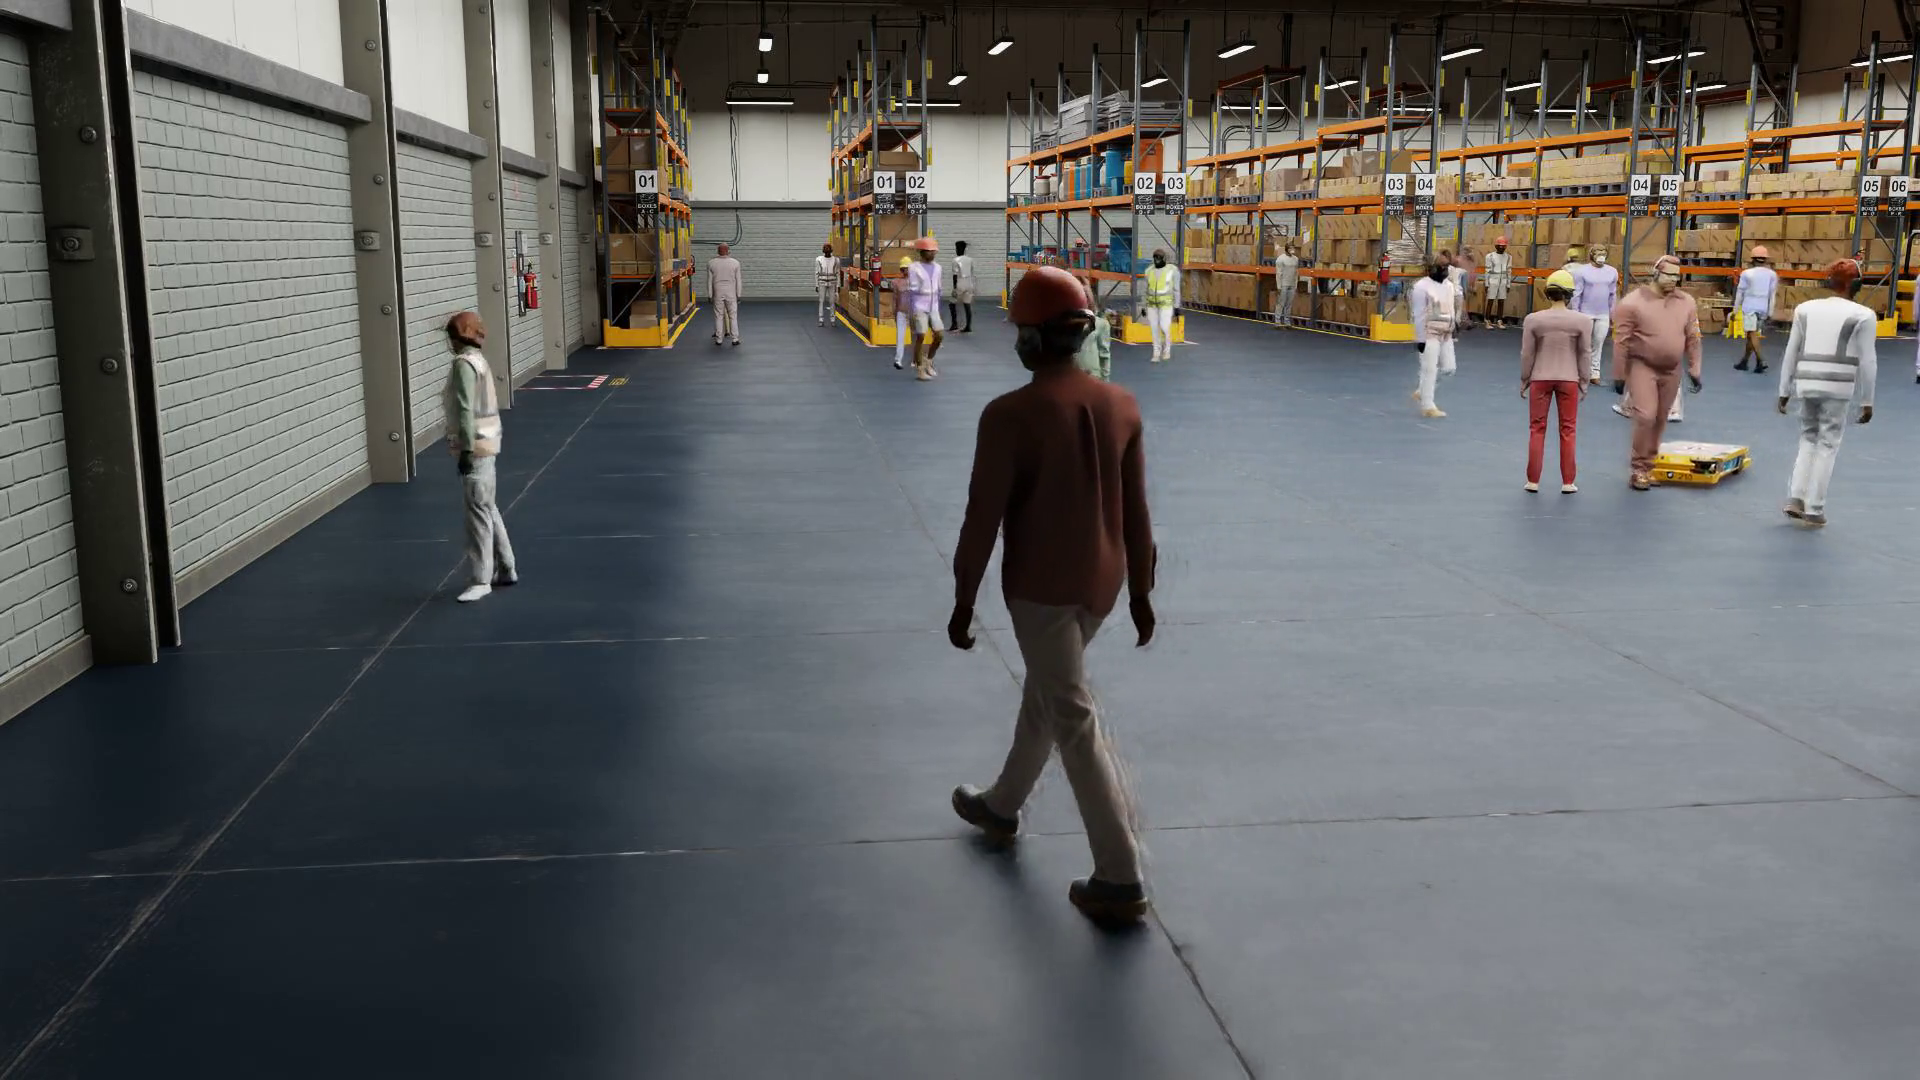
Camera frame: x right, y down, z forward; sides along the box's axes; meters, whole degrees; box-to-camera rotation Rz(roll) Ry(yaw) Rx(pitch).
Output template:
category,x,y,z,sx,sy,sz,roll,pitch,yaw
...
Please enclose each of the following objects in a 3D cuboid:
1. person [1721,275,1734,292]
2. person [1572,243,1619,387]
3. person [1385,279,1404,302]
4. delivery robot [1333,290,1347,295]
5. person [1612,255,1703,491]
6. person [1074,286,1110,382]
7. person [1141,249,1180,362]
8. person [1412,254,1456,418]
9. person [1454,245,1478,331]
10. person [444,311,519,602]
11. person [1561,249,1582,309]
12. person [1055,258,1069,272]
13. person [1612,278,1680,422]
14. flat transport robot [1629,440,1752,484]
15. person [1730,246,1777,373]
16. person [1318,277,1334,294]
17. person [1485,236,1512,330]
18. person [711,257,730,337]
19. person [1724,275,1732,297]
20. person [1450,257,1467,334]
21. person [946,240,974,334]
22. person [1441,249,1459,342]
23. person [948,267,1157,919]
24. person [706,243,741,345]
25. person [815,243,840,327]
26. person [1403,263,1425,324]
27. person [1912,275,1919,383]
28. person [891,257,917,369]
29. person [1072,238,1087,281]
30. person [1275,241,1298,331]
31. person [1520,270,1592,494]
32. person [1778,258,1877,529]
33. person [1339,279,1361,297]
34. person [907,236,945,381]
category,x,y,z,sx,sy,sz,roll,pitch,yaw
person,18.796,-6.240,40.359,0.539,1.832,0.866,-1,10,-6
person,8.584,-3.037,22.523,0.629,1.939,0.371,-1,10,-6
person,9.355,-5.373,36.014,0.549,1.680,0.536,-2,10,-10
delivery robot,11.535,-7.349,49.702,0.707,0.478,0.477,5,11,26
person,5.626,-1.331,13.349,0.640,1.875,0.701,-1,10,-7
person,1.072,-1.433,14.643,0.513,1.612,0.747,2,11,12
person,3.227,-3.781,26.897,0.659,1.829,0.450,6,12,29
person,5.327,-2.285,18.699,0.650,1.831,0.445,-8,13,-38
person,10.929,-5.439,35.930,0.665,1.847,0.981,-6,12,-30
person,-2.727,-0.477,9.391,0.340,1.614,0.607,-2,10,-10
person,12.144,-4.908,33.196,0.624,1.779,0.929,-4,11,-21
person,1.915,-4.588,31.881,0.336,1.633,0.509,7,12,34
person,7.668,-2.111,18.378,0.536,1.589,0.883,-4,11,-23
flat transport robot,6.241,-0.679,14.170,0.652,0.197,1.431,8,13,36
person,11.973,-3.466,24.991,0.550,1.900,0.962,-1,10,-6
person,10.133,-7.399,46.601,0.607,1.872,0.907,6,12,29
person,11.744,-5.590,36.266,0.606,2.035,0.405,-1,10,-8
person,-4.865,-4.923,33.699,0.497,1.633,0.288,-8,13,-36
person,20.924,-7.110,44.912,0.585,1.921,0.392,-1,10,-6
person,10.300,-5.100,34.700,0.572,1.610,0.501,3,11,15
person,-0.005,-5.315,34.987,0.620,1.944,0.692,-8,13,-39
person,9.191,-4.657,31.815,0.896,1.806,0.530,-7,13,-35
person,0.283,0.133,5.163,0.636,1.935,1.074,-8,13,-38
person,-4.418,-4.605,31.206,0.642,1.909,0.399,-1,10,-5
person,-2.996,-5.771,37.667,0.574,1.883,0.355,-1,10,-6
person,9.674,-5.281,35.422,0.497,1.717,0.650,2,10,9
person,13.630,-3.113,23.203,0.646,1.857,0.994,8,13,38
person,-0.801,-3.495,25.651,0.530,1.717,0.922,1,10,6
person,3.534,-7.995,49.575,0.615,1.990,0.401,-2,11,-12
person,7.077,-5.492,36.017,0.626,1.931,0.373,-8,13,-36
person,4.706,-1.246,13.184,0.526,1.765,0.330,4,11,20
person,6.040,-1.012,11.598,0.484,1.870,0.634,-7,12,-34
person,10.579,-7.127,45.078,0.549,1.892,0.963,0,10,-1
person,-0.472,-3.252,23.471,0.621,2.028,0.461,-8,13,-37
